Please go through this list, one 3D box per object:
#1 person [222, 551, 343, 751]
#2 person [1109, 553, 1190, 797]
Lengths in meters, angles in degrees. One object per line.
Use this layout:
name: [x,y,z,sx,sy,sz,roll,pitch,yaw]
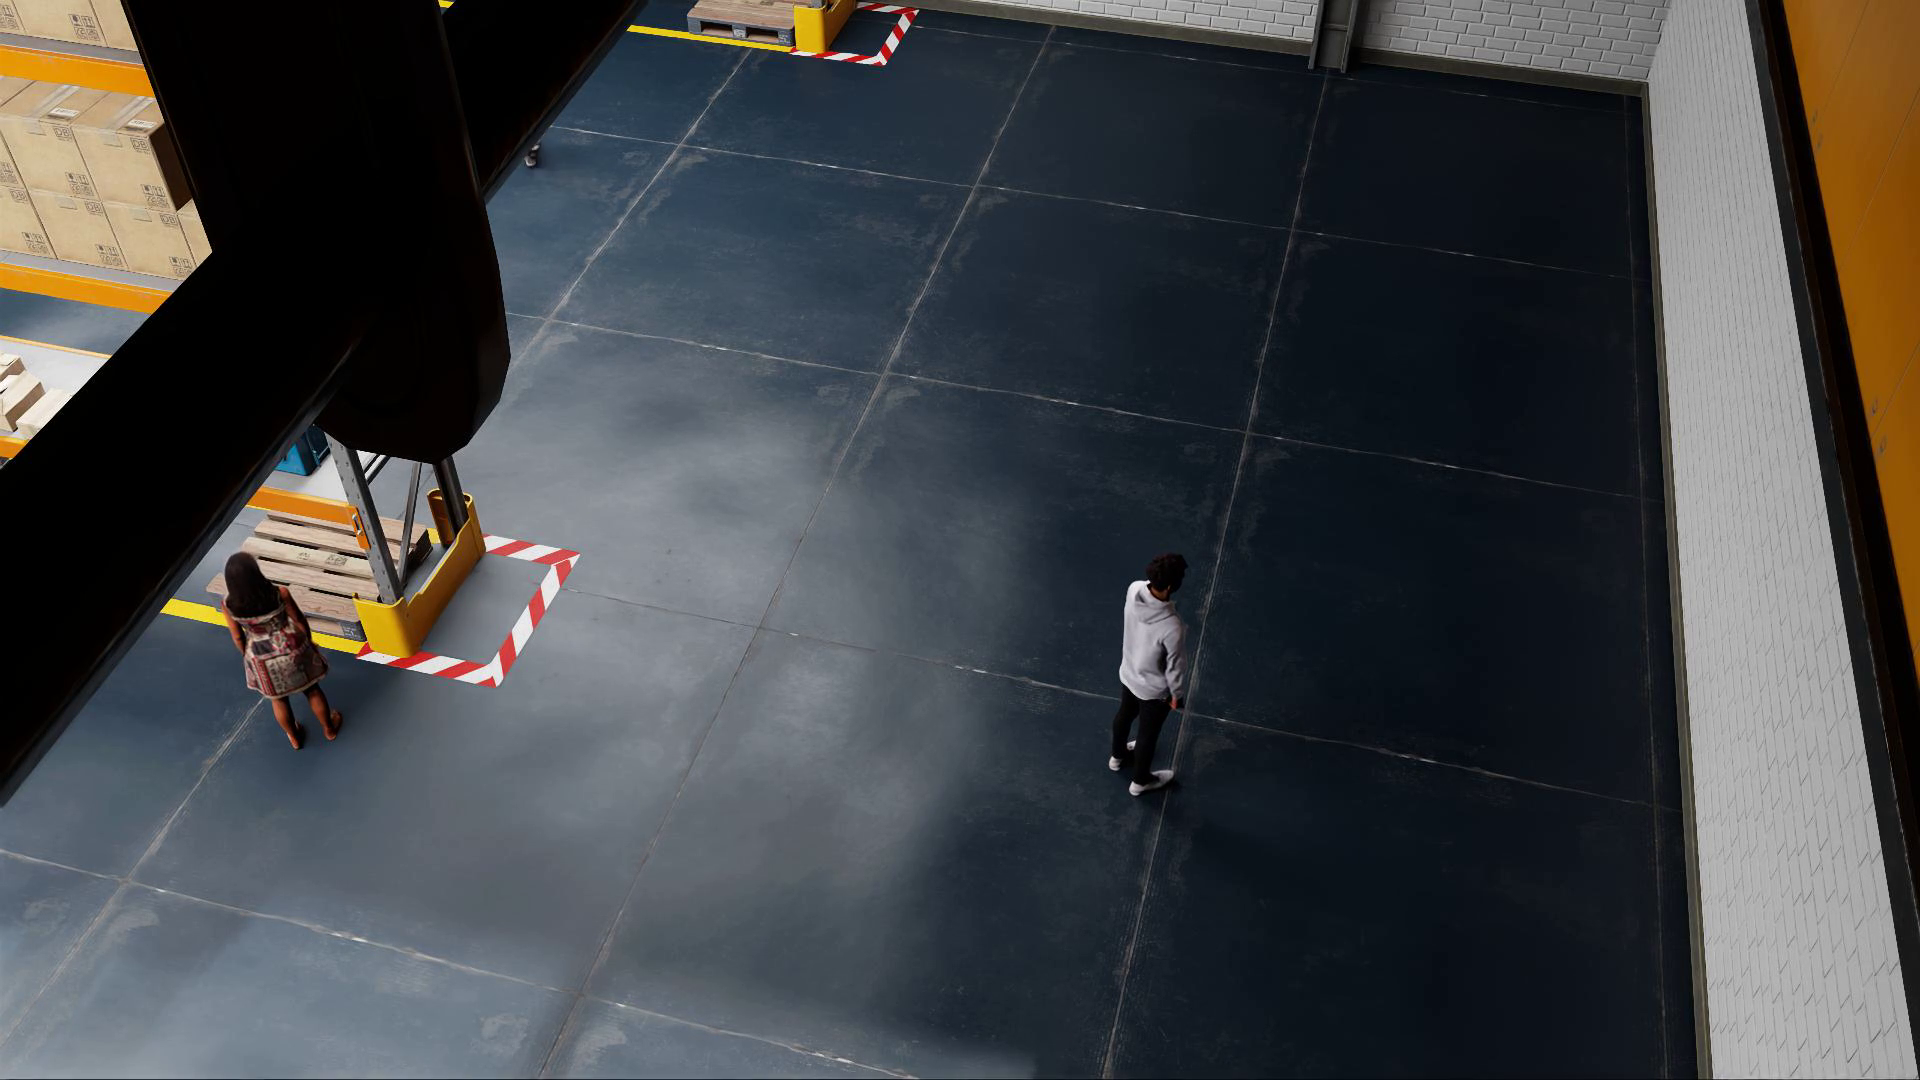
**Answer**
person: [-4.252,0.690,10.358,0.674,1.645,0.784,-14,45,-14]
person: [1.131,0.807,10.031,0.820,1.926,0.749,-24,49,-23]
